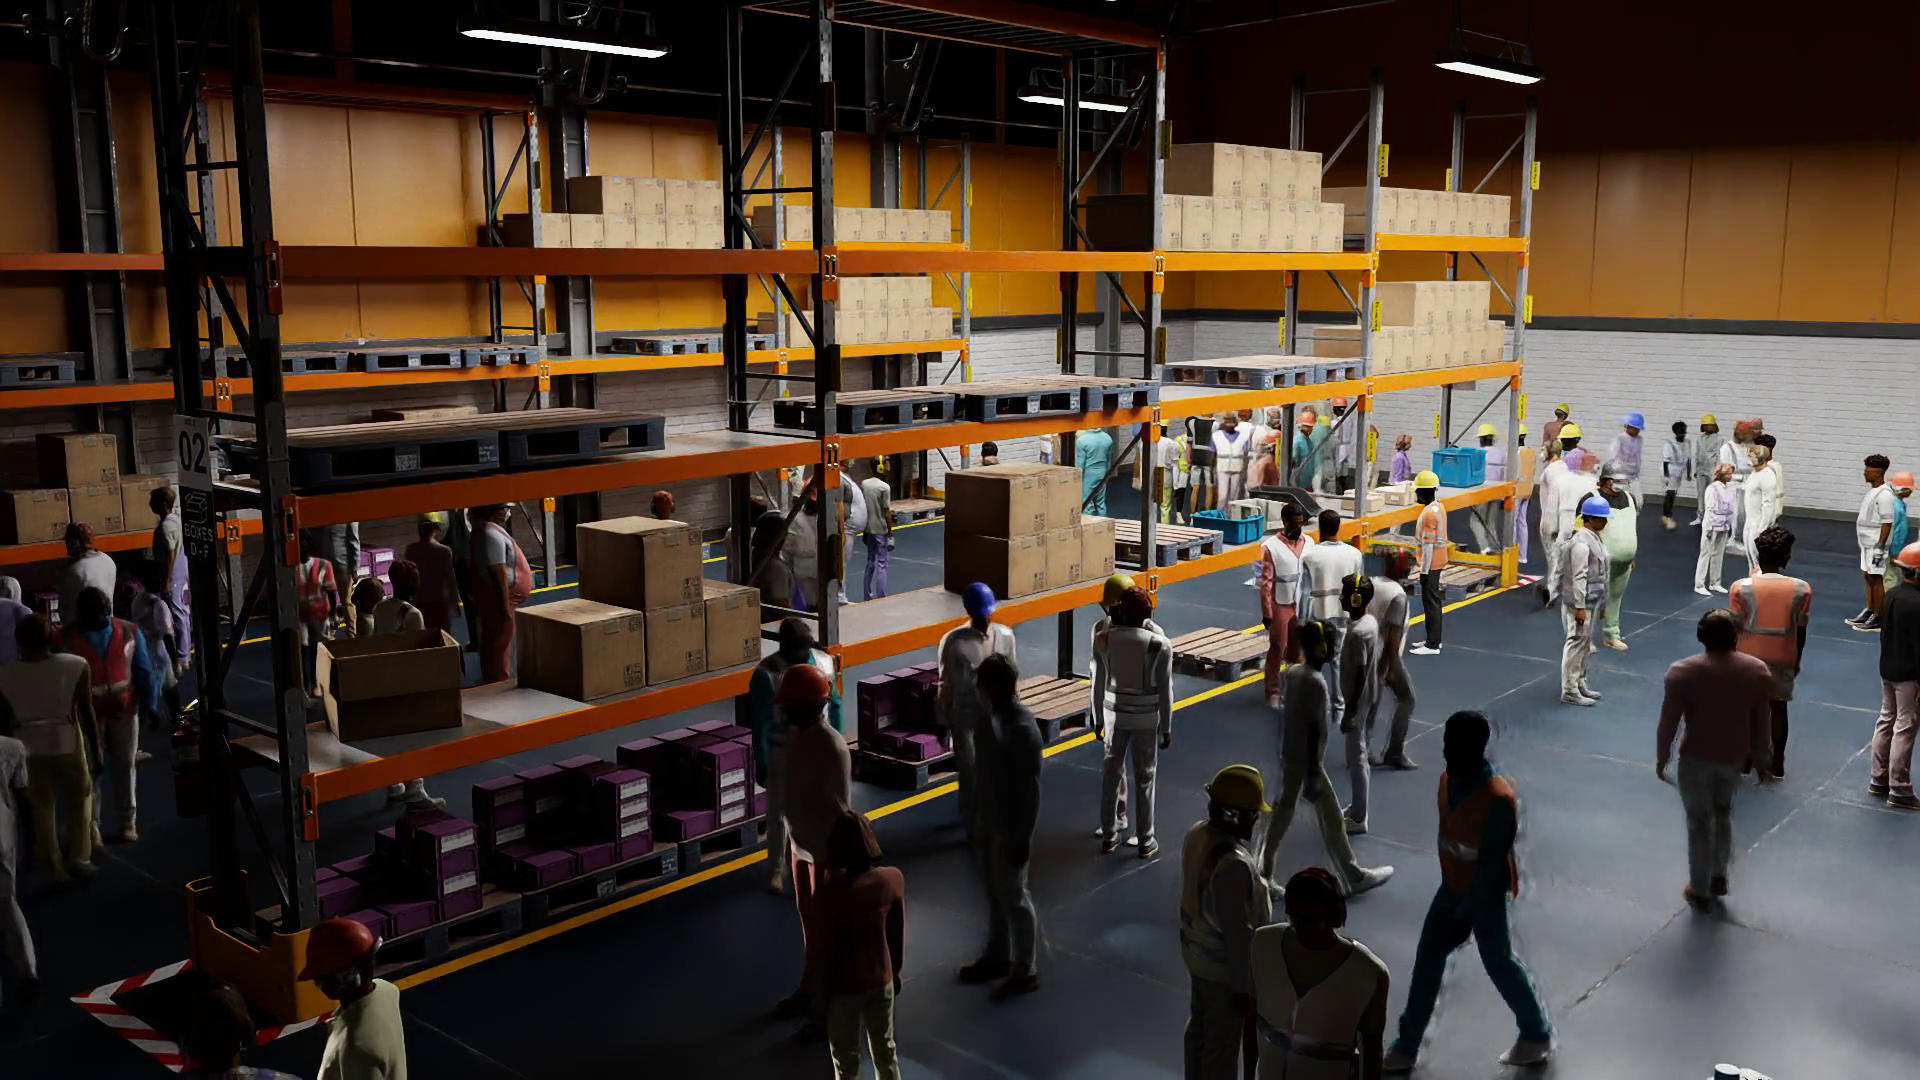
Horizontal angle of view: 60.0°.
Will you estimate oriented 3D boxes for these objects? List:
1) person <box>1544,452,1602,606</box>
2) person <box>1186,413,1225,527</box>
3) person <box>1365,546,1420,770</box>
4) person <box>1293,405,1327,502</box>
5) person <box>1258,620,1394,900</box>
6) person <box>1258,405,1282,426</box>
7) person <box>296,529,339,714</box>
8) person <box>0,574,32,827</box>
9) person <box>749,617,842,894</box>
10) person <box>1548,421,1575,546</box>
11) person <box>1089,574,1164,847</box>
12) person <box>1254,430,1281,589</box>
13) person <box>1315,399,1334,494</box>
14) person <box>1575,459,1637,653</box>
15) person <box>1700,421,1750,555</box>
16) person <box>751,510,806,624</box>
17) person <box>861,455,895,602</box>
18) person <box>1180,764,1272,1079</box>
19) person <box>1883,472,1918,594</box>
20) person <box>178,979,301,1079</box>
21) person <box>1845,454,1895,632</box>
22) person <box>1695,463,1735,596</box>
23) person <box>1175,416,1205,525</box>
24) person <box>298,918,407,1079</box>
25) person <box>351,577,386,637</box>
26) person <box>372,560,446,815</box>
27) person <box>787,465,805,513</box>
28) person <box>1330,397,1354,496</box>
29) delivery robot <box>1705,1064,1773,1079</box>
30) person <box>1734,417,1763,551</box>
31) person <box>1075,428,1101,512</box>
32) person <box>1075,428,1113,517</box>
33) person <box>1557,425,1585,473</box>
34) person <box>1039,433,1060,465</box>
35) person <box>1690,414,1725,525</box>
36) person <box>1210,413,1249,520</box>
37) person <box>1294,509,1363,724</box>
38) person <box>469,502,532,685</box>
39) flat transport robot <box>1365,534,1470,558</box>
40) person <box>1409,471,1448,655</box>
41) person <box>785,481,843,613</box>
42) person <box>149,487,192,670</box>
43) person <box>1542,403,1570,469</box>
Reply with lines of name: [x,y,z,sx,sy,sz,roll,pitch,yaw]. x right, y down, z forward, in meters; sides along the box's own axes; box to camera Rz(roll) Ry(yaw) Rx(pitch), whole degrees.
person: [7.165,-0.085,19.283,0.496,1.874,0.684,-5,11,-30]
person: [3.760,-1.187,25.423,0.611,2.030,0.410,5,11,28]
person: [3.466,0.940,13.320,0.636,1.819,0.588,-2,10,-12]
person: [5.226,-1.096,25.275,0.648,1.892,1.031,-4,10,-20]
person: [2.298,1.401,10.561,0.941,1.822,0.555,-2,10,-13]
person: [5.499,-1.751,29.304,0.559,1.855,0.844,7,12,38]
person: [-5.989,0.702,15.252,0.533,1.653,0.871,-5,11,-30]
person: [-6.935,1.114,11.936,0.634,1.940,0.367,-2,10,-12]
person: [-1.051,1.375,10.739,0.688,1.822,0.434,-8,12,-40]
person: [8.478,-0.773,23.500,0.345,1.840,0.502,7,12,36]
person: [1.149,1.175,11.663,0.594,1.911,0.399,7,12,37]
person: [3.869,-0.379,20.679,0.379,1.996,0.608,6,11,30]
person: [6.387,-1.792,29.121,0.380,1.995,0.611,3,10,16]
person: [6.774,0.162,17.318,0.689,2.000,0.537,-3,10,-17]
person: [10.738,-0.743,23.259,0.601,1.862,0.784,-7,12,-35]
person: [-1.534,0.753,13.788,0.536,2.000,0.688,-6,11,-32]
person: [-0.944,-0.070,19.232,0.312,1.862,0.535,-8,13,-41]
person: [1.205,1.907,7.556,0.404,1.821,0.587,-2,10,-9]
person: [10.476,0.092,18.655,0.355,1.738,0.579,6,11,30]
person: [-2.328,2.291,5.310,0.515,1.818,0.914,-6,11,-31]
person: [10.070,0.028,18.338,0.362,1.963,0.613,3,10,16]
person: [9.253,-0.136,20.327,0.515,1.629,0.317,-6,11,-30]
person: [3.564,-1.081,25.786,0.533,1.694,0.320,-2,10,-14]
person: [-2.178,2.199,6.036,0.337,1.743,0.563,-2,10,-12]
person: [-4.564,1.094,12.966,0.278,1.633,0.507,-4,10,-21]
person: [-4.101,1.081,12.296,0.585,1.882,0.337,8,12,39]
person: [-2.293,-0.670,23.174,0.297,1.744,0.487,-1,10,-8]
person: [6.054,-1.348,26.640,0.354,1.939,0.545,9,13,42]
delivery robot: [3.343,2.538,7.280,0.707,0.478,0.477,-6,11,-30]
person: [11.130,-0.784,23.422,0.654,1.894,0.401,-4,10,-21]
person: [2.028,-1.326,27.044,0.525,1.760,0.340,1,10,8]
person: [1.882,-0.879,23.933,0.641,1.908,0.407,-7,12,-37]
person: [8.096,-0.575,22.102,0.416,1.916,0.588,6,11,34]
person: [1.481,-1.417,27.371,0.426,1.834,0.563,-4,10,-20]
person: [11.477,-1.066,25.561,0.315,1.736,0.485,-5,11,-26]
person: [4.036,-0.983,24.829,0.554,1.809,0.722,-1,10,-4]
person: [3.235,0.684,14.614,0.598,1.908,0.410,-3,10,-16]
person: [-4.204,0.505,15.272,0.536,2.000,0.677,-5,11,-29]
flat transport robot: [6.223,0.100,22.960,1.431,0.197,0.652,9,13,44]
person: [4.849,0.233,17.276,0.410,1.918,0.585,4,10,21]
person: [-1.481,0.347,16.762,0.564,1.927,0.868,-6,11,-30]
person: [-7.877,0.383,16.583,0.344,1.846,0.506,-3,10,-16]
person: [9.819,-1.364,27.297,0.528,1.752,0.340,8,12,39]
